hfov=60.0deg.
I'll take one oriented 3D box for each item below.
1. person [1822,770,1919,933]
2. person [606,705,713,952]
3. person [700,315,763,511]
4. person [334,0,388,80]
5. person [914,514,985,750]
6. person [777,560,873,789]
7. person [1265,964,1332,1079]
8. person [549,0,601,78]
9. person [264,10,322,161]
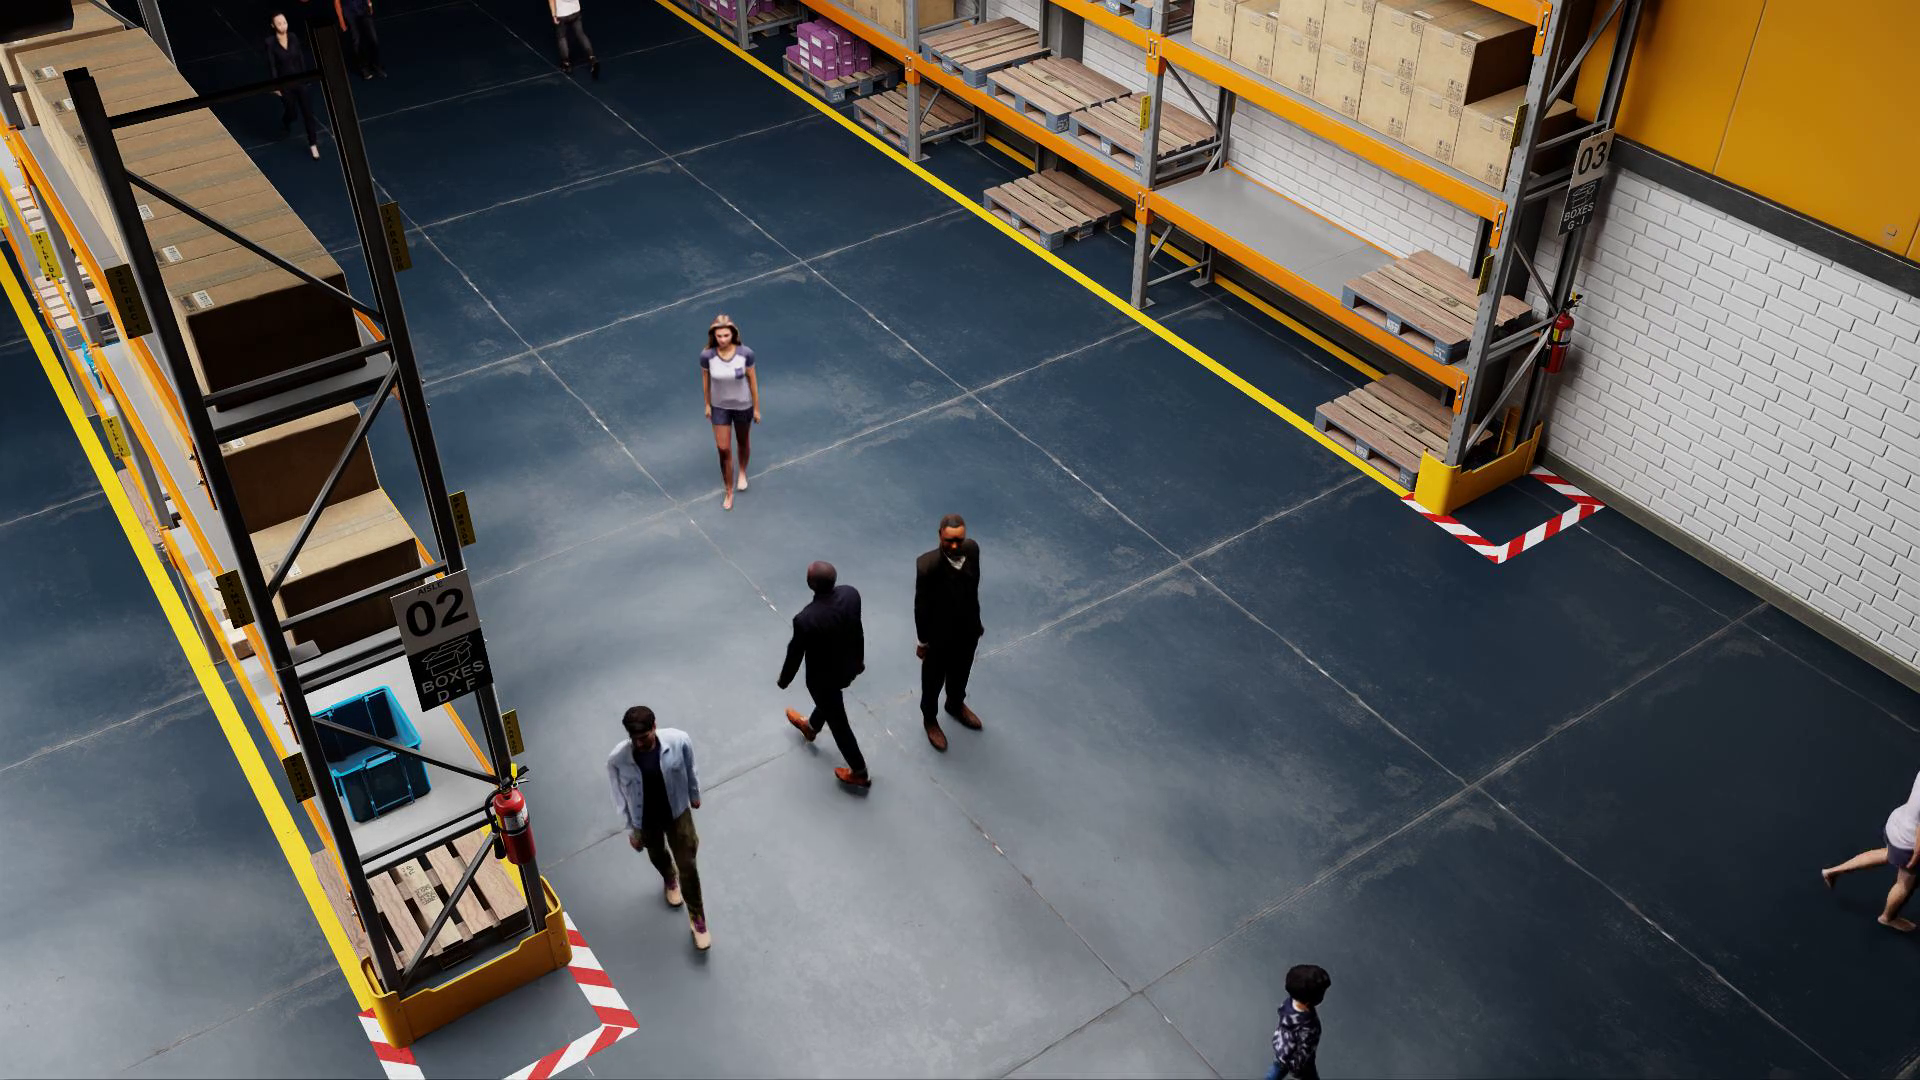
[{"bbox_3d":[5.772,1.783,10.179,0.940,1.548,0.854,10,40,12],"label":"person"},{"bbox_3d":[-1.866,1.609,10.207,0.882,1.785,1.070,-10,40,-12],"label":"person"},{"bbox_3d":[-1.876,-1.150,13.718,0.818,1.716,0.909,-3,39,-4],"label":"person"},{"bbox_3d":[-7.412,-6.474,20.355,0.677,1.752,0.736,-30,47,-32],"label":"person"},{"bbox_3d":[-0.070,0.582,11.397,0.677,1.904,0.589,-25,45,-28],"label":"person"},{"bbox_3d":[-0.794,0.940,11.054,1.207,1.773,0.946,25,45,28],"label":"person"},{"bbox_3d":[1.803,2.786,9.172,0.708,1.237,0.670,-4,39,-5],"label":"person"},{"bbox_3d":[-4.797,-6.521,20.452,1.047,1.704,0.735,32,48,33],"label":"person"},{"bbox_3d":[-7.547,-5.116,18.700,0.935,1.695,0.681,32,48,33],"label":"person"}]
